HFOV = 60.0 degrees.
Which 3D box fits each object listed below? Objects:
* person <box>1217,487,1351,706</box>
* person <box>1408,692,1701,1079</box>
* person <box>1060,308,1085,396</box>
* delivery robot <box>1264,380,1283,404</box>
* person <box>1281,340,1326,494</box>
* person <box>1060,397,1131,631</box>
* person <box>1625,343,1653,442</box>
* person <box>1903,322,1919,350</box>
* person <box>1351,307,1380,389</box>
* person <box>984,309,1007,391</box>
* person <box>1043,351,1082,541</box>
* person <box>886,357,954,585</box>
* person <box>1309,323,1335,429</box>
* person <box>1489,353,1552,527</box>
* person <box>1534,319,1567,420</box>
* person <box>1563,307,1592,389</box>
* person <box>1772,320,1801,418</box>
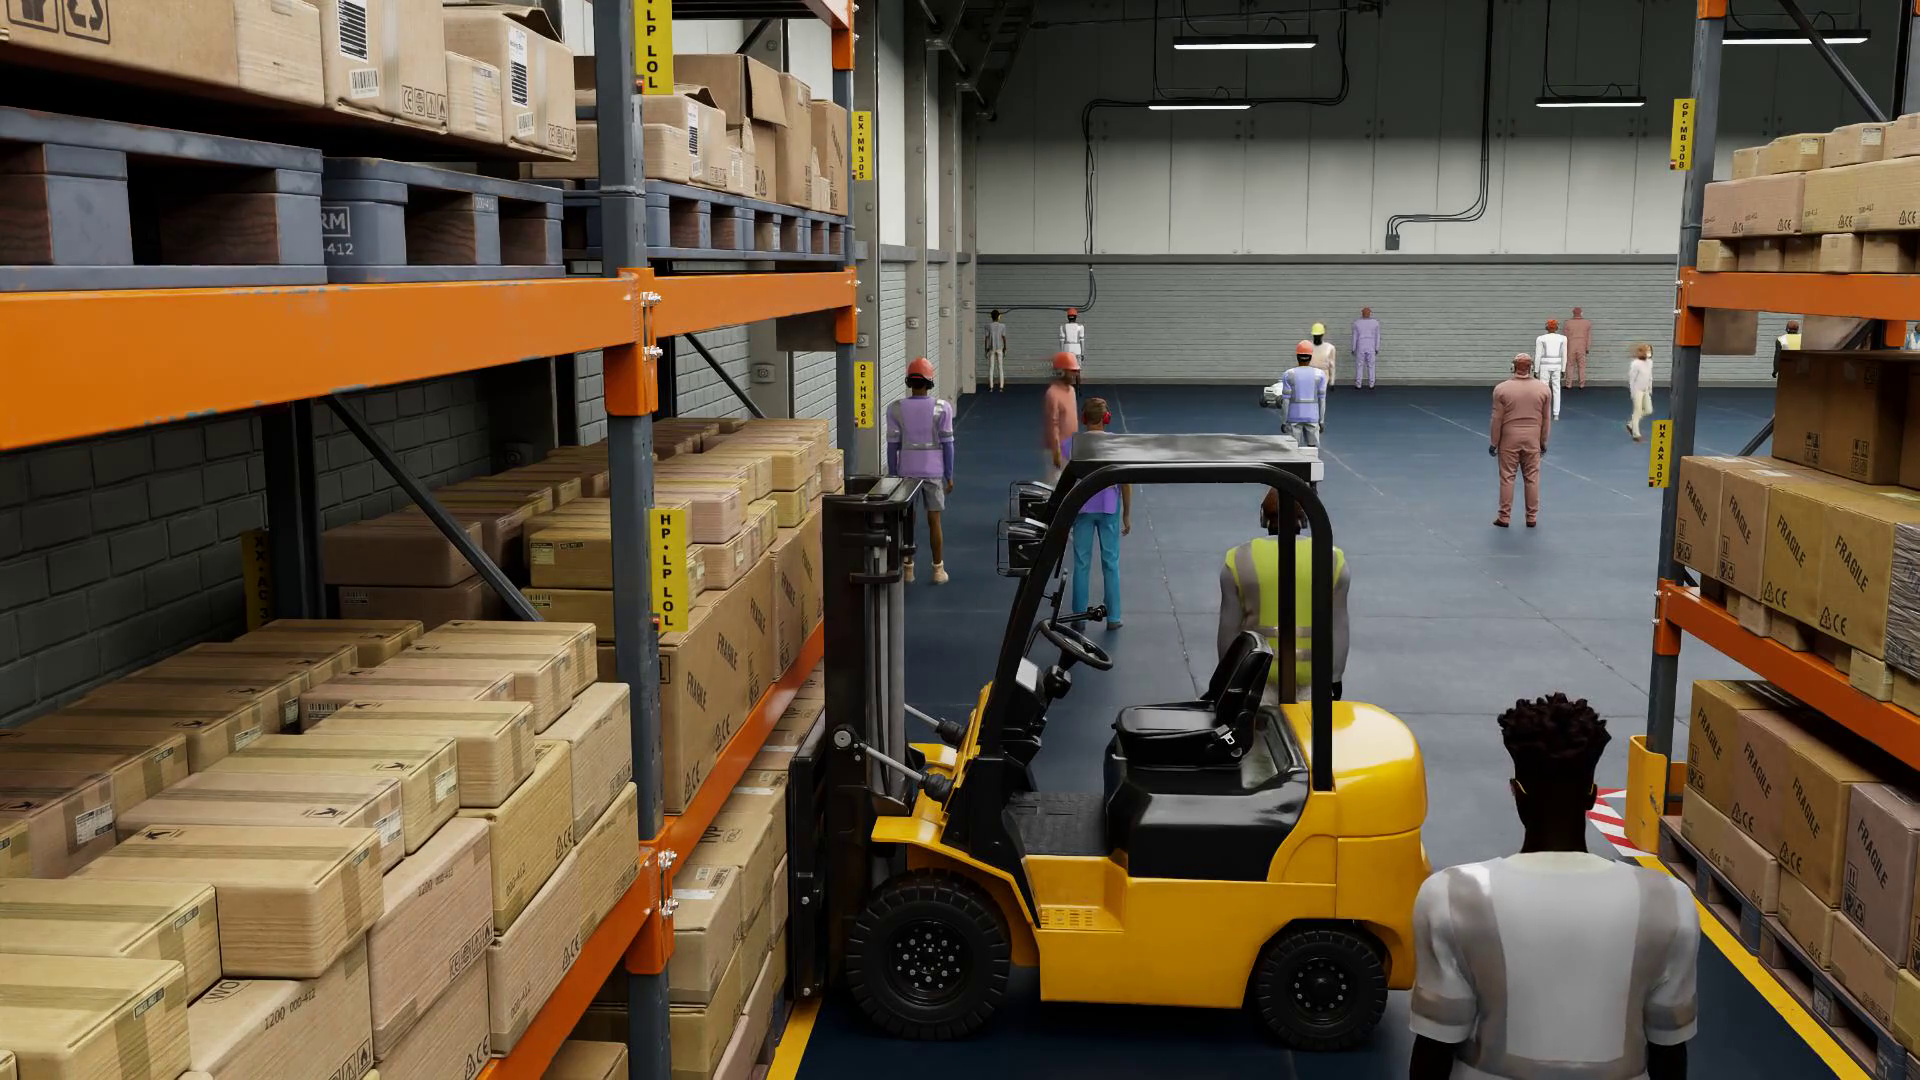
[{"bbox_3d":[1.539,0.644,7.965,0.621,1.838,0.429,1,9,5],"label":"person"},{"bbox_3d":[1.262,1.298,3.625,0.604,1.959,0.377,1,9,5],"label":"person"},{"bbox_3d":[2.454,-4.102,36.439,0.543,1.928,0.372,1,9,5],"label":"person"},{"bbox_3d":[6.460,-2.994,33.595,0.707,0.478,0.477,-9,13,-43],"label":"delivery robot"},{"bbox_3d":[4.275,-1.518,20.749,0.543,1.939,0.360,1,9,5],"label":"person"},{"bbox_3d":[1.058,-0.194,13.032,0.562,1.838,0.390,1,9,5],"label":"person"},{"bbox_3d":[11.069,-2.401,27.053,0.524,1.616,0.393,-6,11,-34],"label":"person"},{"bbox_3d":[21.179,-4.025,36.864,0.530,1.619,0.365,6,11,30],"label":"person"},{"bbox_3d":[9.384,-4.434,38.517,0.639,1.910,0.407,1,9,5],"label":"person"},{"bbox_3d":[0.806,-4.319,37.926,0.517,1.873,0.328,1,9,5],"label":"person"},{"bbox_3d":[1.091,-0.959,17.229,0.475,1.977,0.656,5,11,28],"label":"person"},{"bbox_3d":[-0.353,-0.610,14.932,0.605,2.045,0.377,1,9,5],"label":"person"},{"bbox_3d":[6.081,-2.746,28.314,0.594,1.905,0.775,3,10,20],"label":"person"},{"bbox_3d":[6.119,-1.084,18.215,0.639,1.910,0.407,1,9,5],"label":"person"},{"bbox_3d":[10.976,-3.170,30.932,0.573,1.883,0.355,1,9,5],"label":"person"},{"bbox_3d":[14.262,-4.433,38.530,0.639,1.902,0.407,1,9,5],"label":"person"},{"bbox_3d":[15.557,-3.192,31.189,0.621,1.845,0.429,1,9,5],"label":"person"}]
